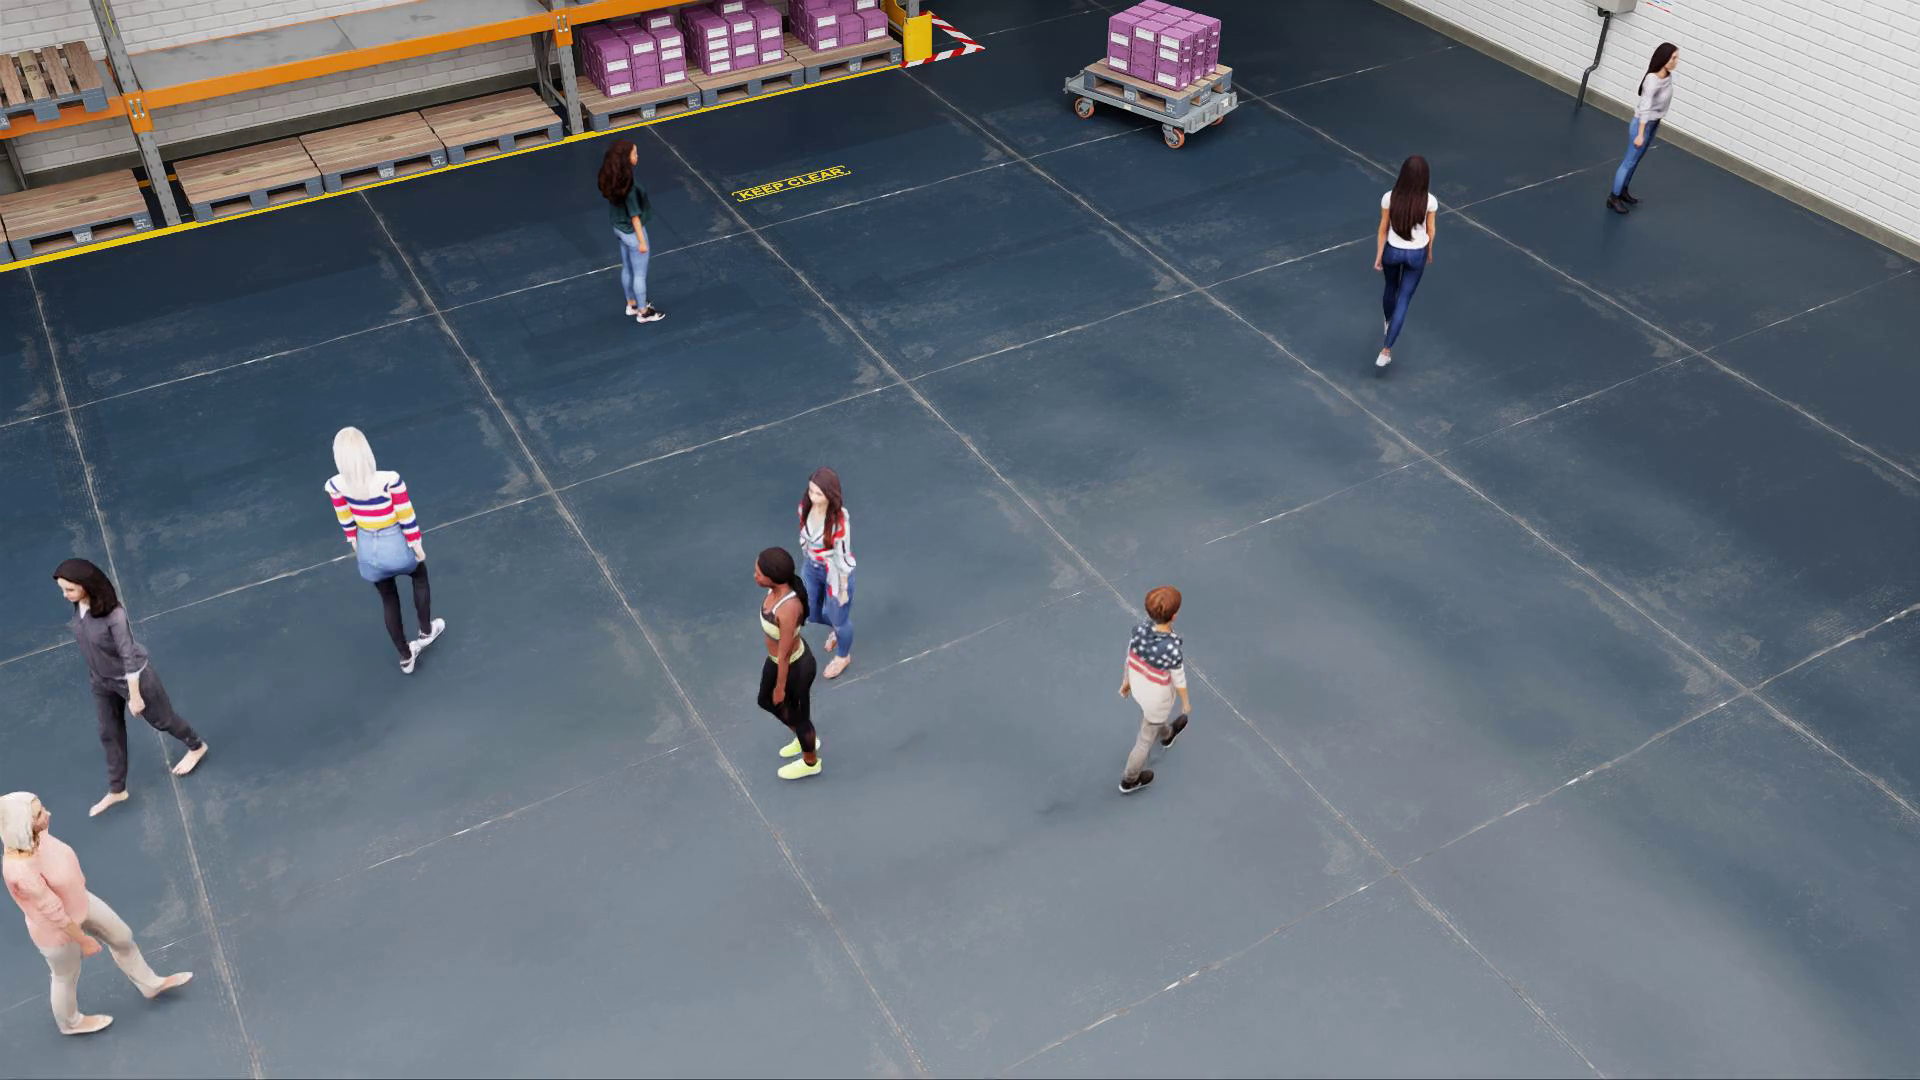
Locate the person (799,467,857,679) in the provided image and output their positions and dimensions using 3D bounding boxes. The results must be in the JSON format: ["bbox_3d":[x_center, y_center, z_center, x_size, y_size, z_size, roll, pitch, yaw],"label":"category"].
[{"bbox_3d":[-0.781,0.170,10.511,0.726,1.602,0.768,25,45,28],"label":"person"}]

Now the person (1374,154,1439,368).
[{"bbox_3d":[3.561,-2.207,13.379,1.030,1.737,1.186,15,41,18],"label":"person"}]

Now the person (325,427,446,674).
[{"bbox_3d":[-3.632,0.115,10.429,0.817,1.791,0.886,1,39,1],"label":"person"}]

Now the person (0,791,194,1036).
[{"bbox_3d":[-4.561,1.896,8.273,0.938,1.698,0.710,-12,40,-15],"label":"person"}]

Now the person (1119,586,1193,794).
[{"bbox_3d":[1.082,0.908,9.744,0.945,1.406,0.658,-27,46,-30],"label":"person"}]

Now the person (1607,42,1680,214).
[{"bbox_3d":[6.390,-3.868,15.544,0.734,1.631,0.585,26,45,28],"label":"person"}]

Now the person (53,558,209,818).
[{"bbox_3d":[-4.788,0.757,9.673,0.925,1.732,1.090,20,43,23],"label":"person"}]

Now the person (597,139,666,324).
[{"bbox_3d":[-2.772,-2.596,13.964,0.621,1.616,0.624,-25,45,-28],"label":"person"}]

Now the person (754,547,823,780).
[{"bbox_3d":[-0.893,0.730,9.698,0.639,1.743,0.621,-10,40,-12],"label":"person"}]
